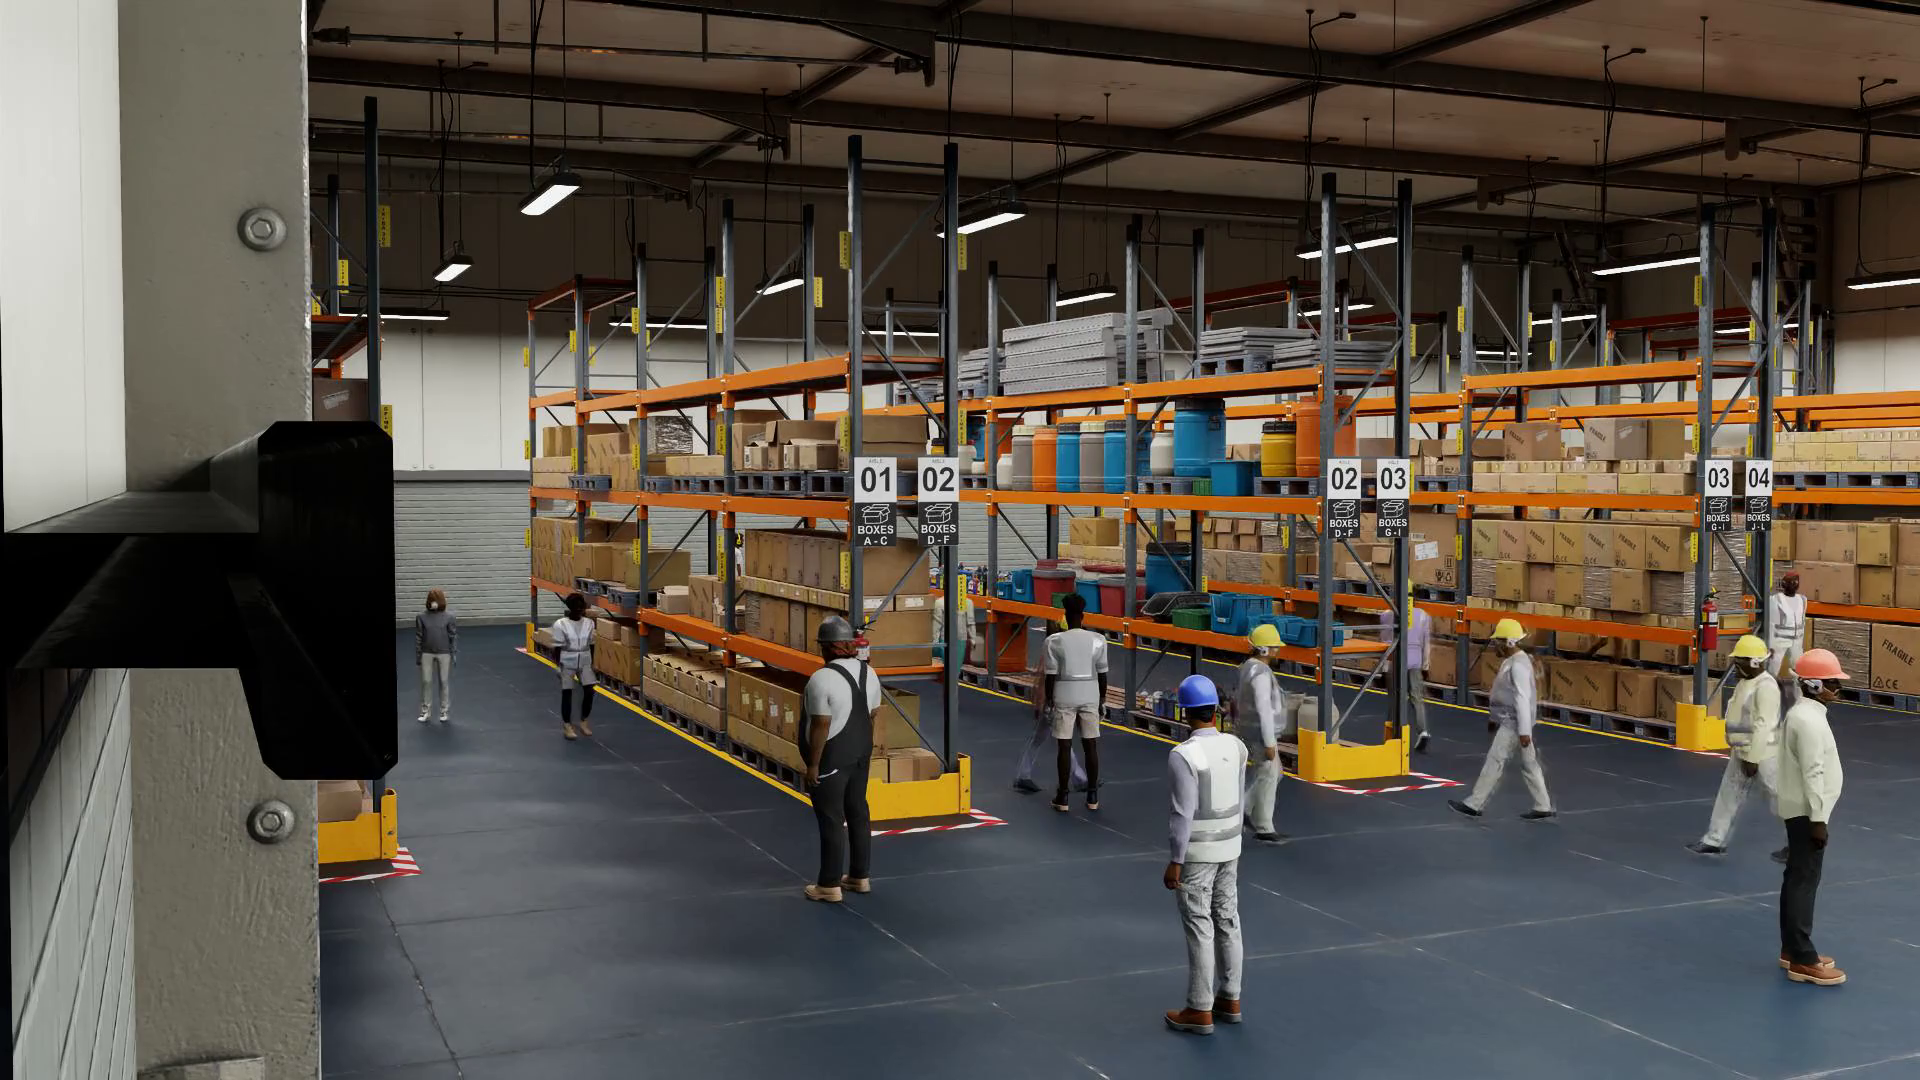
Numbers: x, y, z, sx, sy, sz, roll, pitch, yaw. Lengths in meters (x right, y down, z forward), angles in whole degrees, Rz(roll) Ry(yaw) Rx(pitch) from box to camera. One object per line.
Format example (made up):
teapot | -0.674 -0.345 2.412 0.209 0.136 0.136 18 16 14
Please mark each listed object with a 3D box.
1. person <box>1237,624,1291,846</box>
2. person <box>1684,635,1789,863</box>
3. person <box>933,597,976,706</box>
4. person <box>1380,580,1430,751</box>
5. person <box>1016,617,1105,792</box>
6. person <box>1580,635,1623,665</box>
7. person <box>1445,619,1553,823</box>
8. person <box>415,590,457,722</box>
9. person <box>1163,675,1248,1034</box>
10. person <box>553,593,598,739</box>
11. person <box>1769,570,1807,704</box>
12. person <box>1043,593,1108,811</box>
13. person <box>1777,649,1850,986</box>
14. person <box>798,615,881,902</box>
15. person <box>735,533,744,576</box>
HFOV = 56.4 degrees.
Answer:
person | 2.505 1.595 14.771 0.424 1.816 0.623 0 2 0
person | 6.244 1.640 14.095 0.926 1.786 0.611 0 2 5
person | -0.039 1.309 23.192 0.547 1.733 0.800 -1 2 -17
person | 4.957 1.365 19.874 0.604 1.896 0.934 0 2 -8
person | 0.947 1.564 17.088 0.921 1.688 0.525 1 2 21
person | 9.594 1.097 26.574 0.557 1.918 0.764 -1 2 -25
person | 4.743 1.579 15.651 0.947 1.778 0.600 1 2 16
person | -6.428 1.425 21.993 0.515 1.616 0.451 0 2 -8
person | 1.348 1.719 9.926 0.612 1.943 0.400 -2 3 -44
person | -4.404 1.445 20.501 0.546 1.684 0.484 -1 3 -32
person | 10.354 1.289 22.580 0.587 1.848 0.949 -1 2 -14
person | 1.049 1.464 16.295 0.606 1.967 0.367 0 2 -10
person | 5.190 1.656 10.913 0.386 1.996 0.610 1 2 20
person | -0.919 1.576 12.977 0.536 2.000 0.688 2 3 36
person | -4.397 0.792 35.245 0.320 1.862 0.510 -1 2 -27
